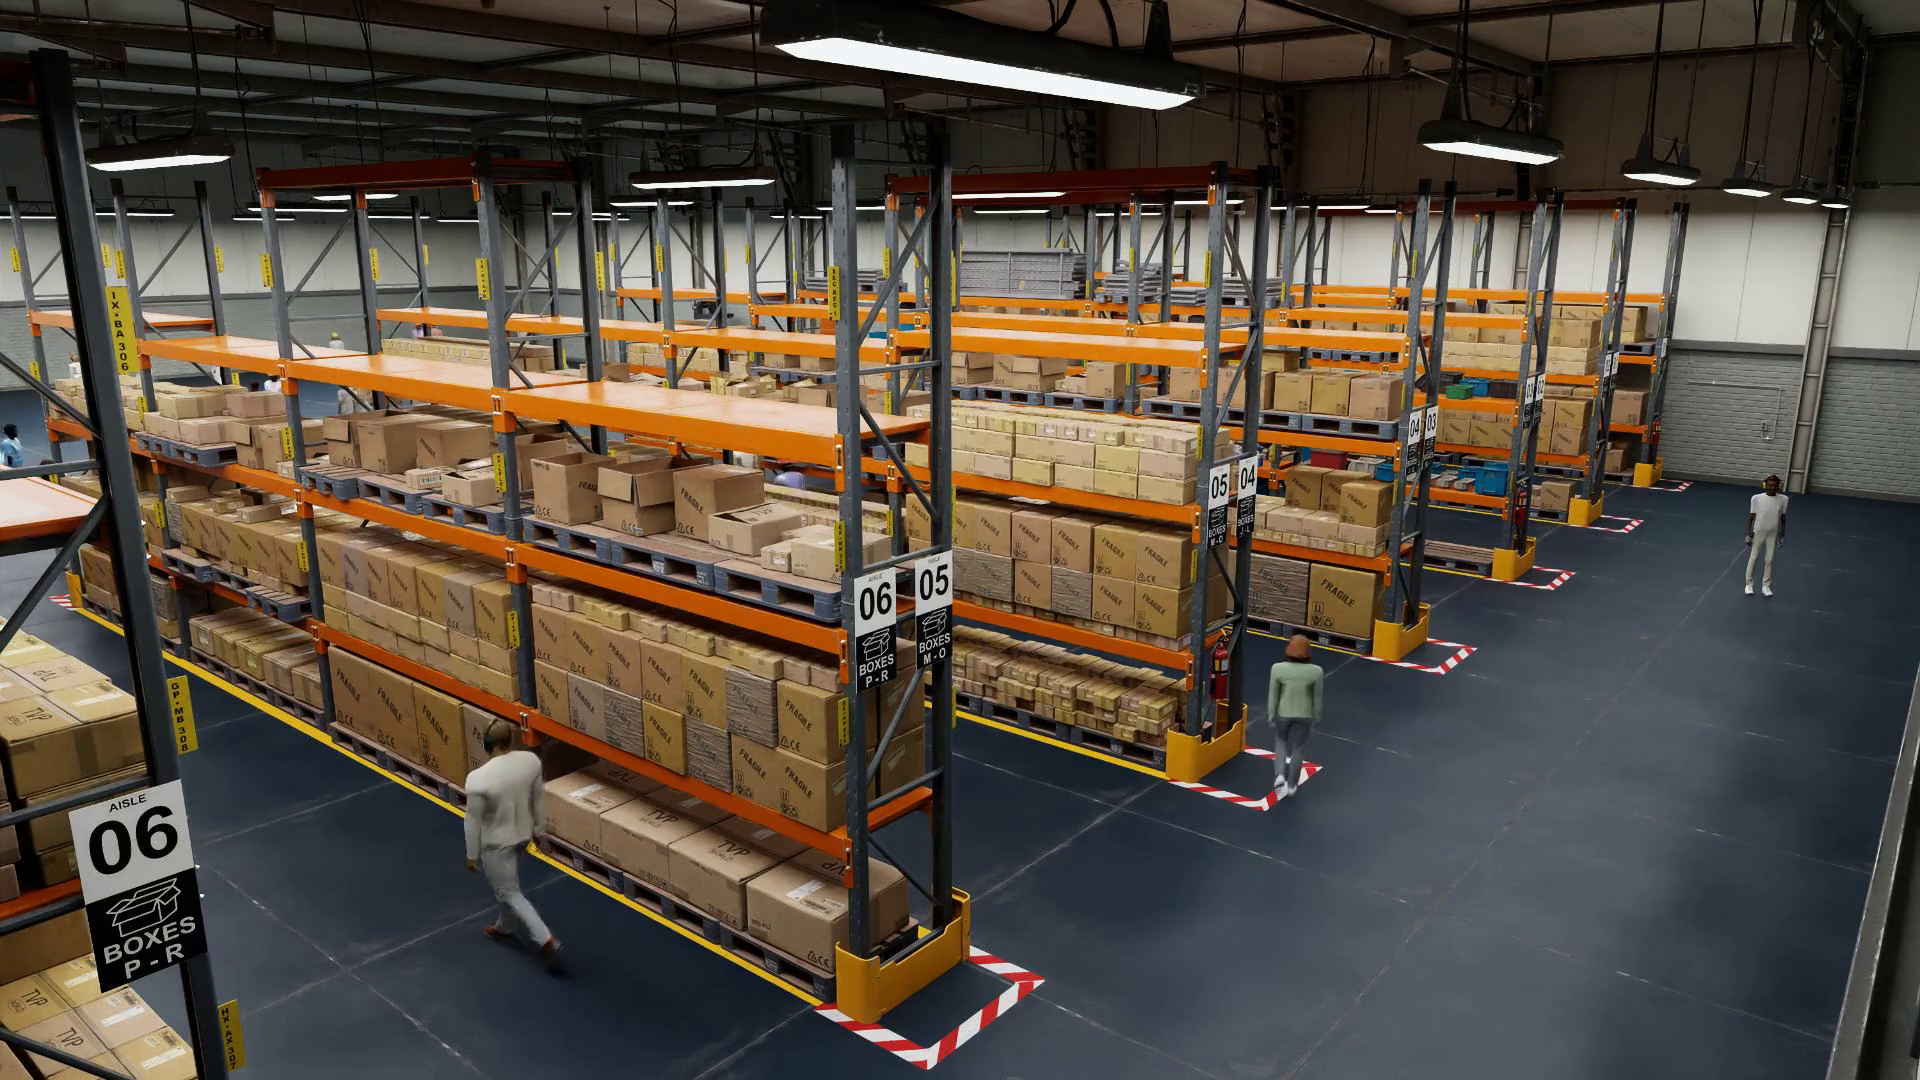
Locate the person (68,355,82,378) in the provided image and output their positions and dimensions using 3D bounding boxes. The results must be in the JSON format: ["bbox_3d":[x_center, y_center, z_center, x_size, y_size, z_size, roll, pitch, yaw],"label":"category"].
[{"bbox_3d":[-28.101,-5.087,40.144,0.310,1.636,0.523,5,14,19],"label":"person"}]

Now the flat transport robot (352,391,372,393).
[{"bbox_3d":[-19.948,-4.878,42.219,1.431,0.197,0.652,-3,14,-12],"label":"flat transport robot"}]

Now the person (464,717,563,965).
[{"bbox_3d":[-3.342,2.251,9.415,0.910,1.911,0.641,8,16,29],"label":"person"}]

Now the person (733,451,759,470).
[{"bbox_3d":[-3.900,-1.007,22.541,0.421,2.028,0.644,12,18,41],"label":"person"}]

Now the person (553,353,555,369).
[{"bbox_3d":[-11.960,-4.634,37.683,0.499,1.925,0.608,-2,14,-8],"label":"person"}]

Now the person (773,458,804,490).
[{"bbox_3d":[-2.880,-0.503,20.689,0.570,1.919,0.649,-13,18,-42],"label":"person"}]

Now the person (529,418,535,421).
[{"bbox_3d":[-10.852,-3.315,32.397,0.575,1.859,0.845,-4,14,-17],"label":"person"}]

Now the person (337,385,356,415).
[{"bbox_3d":[-15.703,-3.258,32.176,0.467,1.847,0.567,2,14,8],"label":"person"}]

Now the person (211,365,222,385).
[{"bbox_3d":[-25.211,-5.834,42.590,0.372,1.940,0.630,-9,16,-32],"label":"person"}]

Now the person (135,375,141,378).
[{"bbox_3d":[-21.860,-3.554,33.673,0.530,1.720,0.916,5,15,21],"label":"person"}]

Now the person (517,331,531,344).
[{"bbox_3d":[-19.161,-8.950,55.469,0.639,1.911,0.406,4,14,18],"label":"person"}]

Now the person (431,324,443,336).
[{"bbox_3d":[-21.021,-7.796,50.540,0.621,1.994,0.381,-4,14,-18],"label":"person"}]

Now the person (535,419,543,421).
[{"bbox_3d":[-9.326,-2.248,28.253,0.804,1.739,0.521,-7,15,-26],"label":"person"}]

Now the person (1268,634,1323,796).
[{"bbox_3d":[3.264,1.697,12.271,0.510,1.616,0.357,4,14,16],"label":"person"}]

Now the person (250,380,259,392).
[{"bbox_3d":[-17.139,-2.962,30.836,0.375,1.912,0.585,8,16,31],"label":"person"}]

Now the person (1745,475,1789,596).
[{"bbox_3d":[12.219,-0.079,19.087,0.517,1.865,0.325,5,14,19],"label":"person"}]

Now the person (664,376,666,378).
[{"bbox_3d":[-8.193,-4.094,35.692,0.467,1.810,0.588,5,15,21],"label":"person"}]

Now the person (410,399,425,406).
[{"bbox_3d":[-15.184,-3.995,35.112,0.833,1.904,0.654,3,14,11],"label":"person"}]

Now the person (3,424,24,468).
[{"bbox_3d":[-19.144,-1.508,25.352,0.691,1.677,0.542,-4,14,-17],"label":"person"}]

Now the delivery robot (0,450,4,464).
[{"bbox_3d":[-21.999,-1.829,28.890,0.477,0.478,0.707,1,14,5],"label":"delivery robot"}]

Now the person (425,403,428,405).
[{"bbox_3d":[-16.198,-4.709,38.044,0.478,1.895,0.707,3,14,11],"label":"person"}]

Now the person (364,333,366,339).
[{"bbox_3d":[-23.546,-7.775,50.697,0.692,1.876,0.815,4,14,15],"label":"person"}]

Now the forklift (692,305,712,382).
[{"bbox_3d":[-9.511,-7.392,47.124,1.873,2.768,1.129,11,17,38],"label":"forklift"}]

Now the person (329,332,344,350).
[{"bbox_3d":[-23.730,-7.043,47.990,0.499,1.727,0.527,-6,15,-23],"label":"person"}]

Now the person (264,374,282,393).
[{"bbox_3d":[-18.273,-3.672,33.755,0.555,1.914,0.768,0,14,0],"label":"person"}]

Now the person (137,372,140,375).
[{"bbox_3d":[-24.905,-4.662,38.494,0.877,1.594,0.517,0,14,-2],"label":"person"}]

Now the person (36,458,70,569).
[{"bbox_3d":[-14.853,-0.455,20.692,0.637,1.826,0.561,-6,15,-23],"label":"person"}]

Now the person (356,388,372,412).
[{"bbox_3d":[-16.598,-3.852,35.098,0.530,1.617,0.448,13,19,43],"label":"person"}]

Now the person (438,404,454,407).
[{"bbox_3d":[-12.688,-3.037,31.228,0.592,1.870,0.438,-9,16,-33],"label":"person"}]

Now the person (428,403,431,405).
[{"bbox_3d":[-16.331,-4.972,38.920,0.381,1.996,0.608,7,15,26],"label":"person"}]

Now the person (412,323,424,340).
[{"bbox_3d":[-21.640,-7.830,50.648,0.621,2.013,0.772,0,14,0],"label":"person"}]
